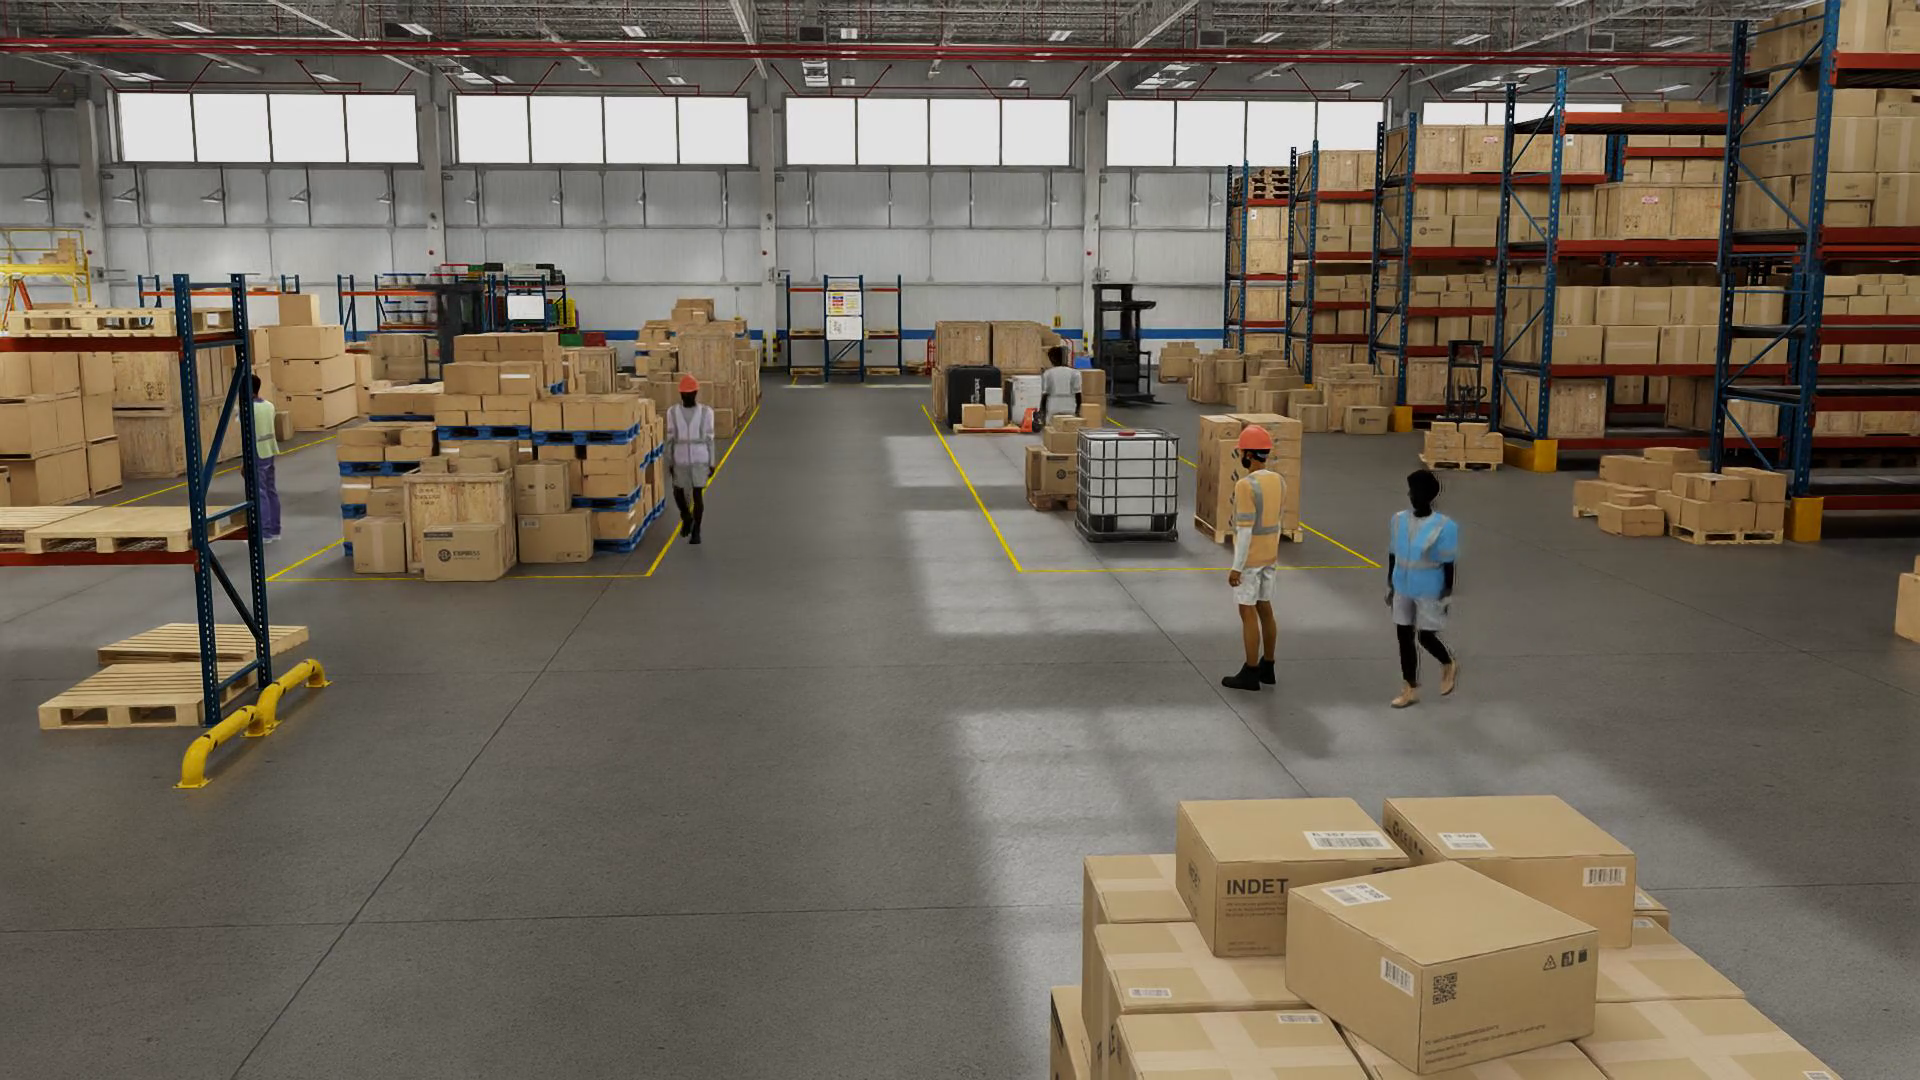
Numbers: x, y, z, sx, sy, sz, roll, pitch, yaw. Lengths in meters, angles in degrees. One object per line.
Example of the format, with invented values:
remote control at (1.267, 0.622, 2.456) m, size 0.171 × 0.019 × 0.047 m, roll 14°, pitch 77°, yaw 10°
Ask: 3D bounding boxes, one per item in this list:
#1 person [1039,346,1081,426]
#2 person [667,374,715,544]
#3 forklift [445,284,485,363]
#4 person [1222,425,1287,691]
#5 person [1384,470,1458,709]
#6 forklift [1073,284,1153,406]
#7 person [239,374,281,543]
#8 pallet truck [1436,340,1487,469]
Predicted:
person at (1.527, -1.958, 25.309) m, size 0.648 × 1.933 × 0.403 m, roll -1°, pitch 9°, yaw -6°
person at (-3.032, -0.912, 18.768) m, size 0.544 × 1.925 × 0.448 m, roll 0°, pitch 9°, yaw 0°
forklift at (-11.311, -4.495, 38.257) m, size 1.873 × 2.768 × 1.129 m, roll 5°, pitch 10°, yaw 27°
person at (2.135, 0.129, 12.174) m, size 0.362 × 1.935 × 0.553 m, roll 8°, pitch 12°, yaw 41°
person at (3.249, 0.338, 11.632) m, size 0.456 × 1.686 × 0.533 m, roll -8°, pitch 12°, yaw -39°
forklift at (3.547, -4.613, 38.998) m, size 1.129 × 2.768 × 1.873 m, roll -5°, pitch 10°, yaw -28°
person at (-7.917, -0.917, 18.795) m, size 0.398 × 1.920 × 0.589 m, roll 1°, pitch 9°, yaw 6°
pallet truck at (8.004, -2.170, 26.422) m, size 0.823 × 1.965 × 1.885 m, roll 2°, pitch 9°, yaw 14°
